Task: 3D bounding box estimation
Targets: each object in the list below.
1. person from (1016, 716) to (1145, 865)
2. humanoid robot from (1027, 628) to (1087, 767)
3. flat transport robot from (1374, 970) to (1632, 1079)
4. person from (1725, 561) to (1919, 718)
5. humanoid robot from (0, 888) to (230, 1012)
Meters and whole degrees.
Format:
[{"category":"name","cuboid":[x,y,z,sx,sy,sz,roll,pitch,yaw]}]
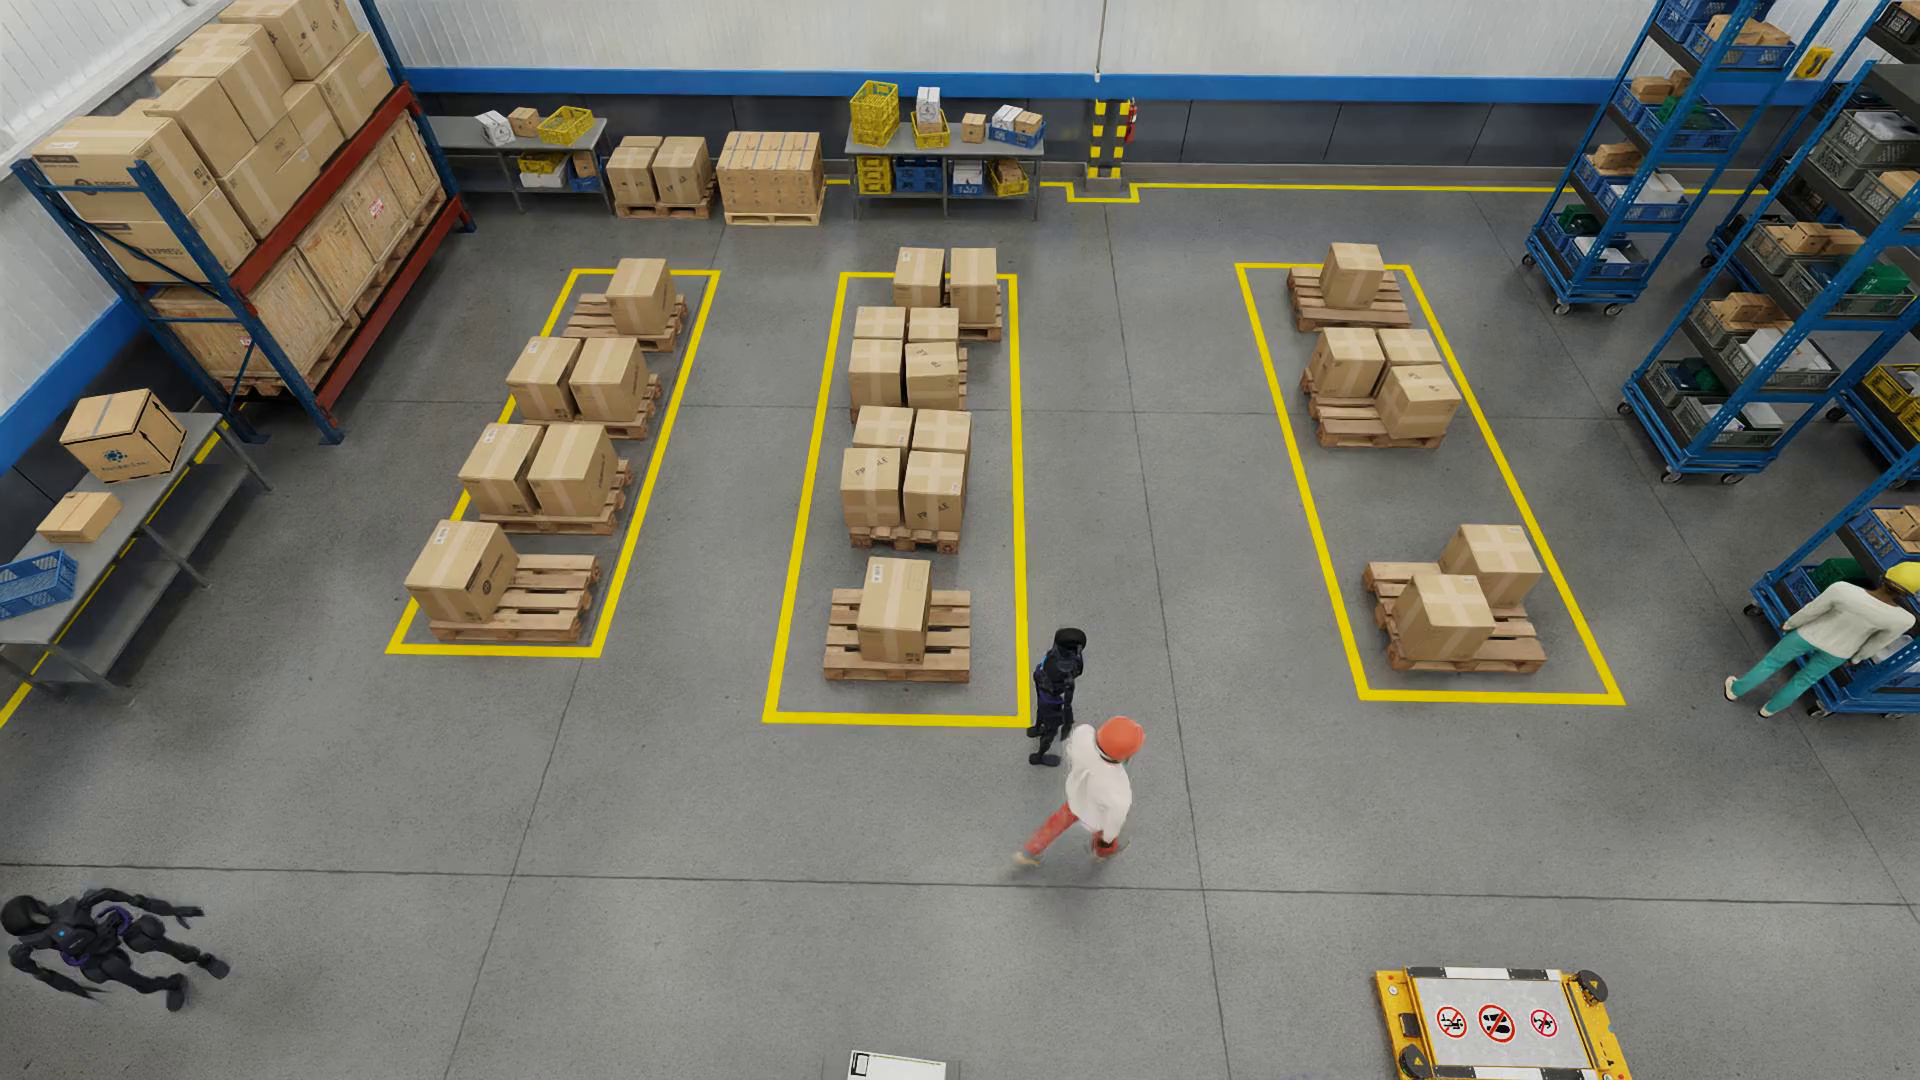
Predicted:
[{"category":"person","cuboid":[0.841,1.709,6.002,0.807,1.970,0.622,-22,54,-17]},{"category":"humanoid robot","cuboid":[0.708,1.119,6.664,0.357,1.650,0.562,-4,51,-3]},{"category":"flat transport robot","cuboid":[3.501,3.133,5.914,1.431,0.197,0.652,1,51,1]},{"category":"person","cuboid":[6.520,0.746,6.911,0.532,1.766,0.324,35,59,25]},{"category":"humanoid robot","cuboid":[-5.100,2.451,5.580,0.370,1.647,0.691,29,57,22]}]
